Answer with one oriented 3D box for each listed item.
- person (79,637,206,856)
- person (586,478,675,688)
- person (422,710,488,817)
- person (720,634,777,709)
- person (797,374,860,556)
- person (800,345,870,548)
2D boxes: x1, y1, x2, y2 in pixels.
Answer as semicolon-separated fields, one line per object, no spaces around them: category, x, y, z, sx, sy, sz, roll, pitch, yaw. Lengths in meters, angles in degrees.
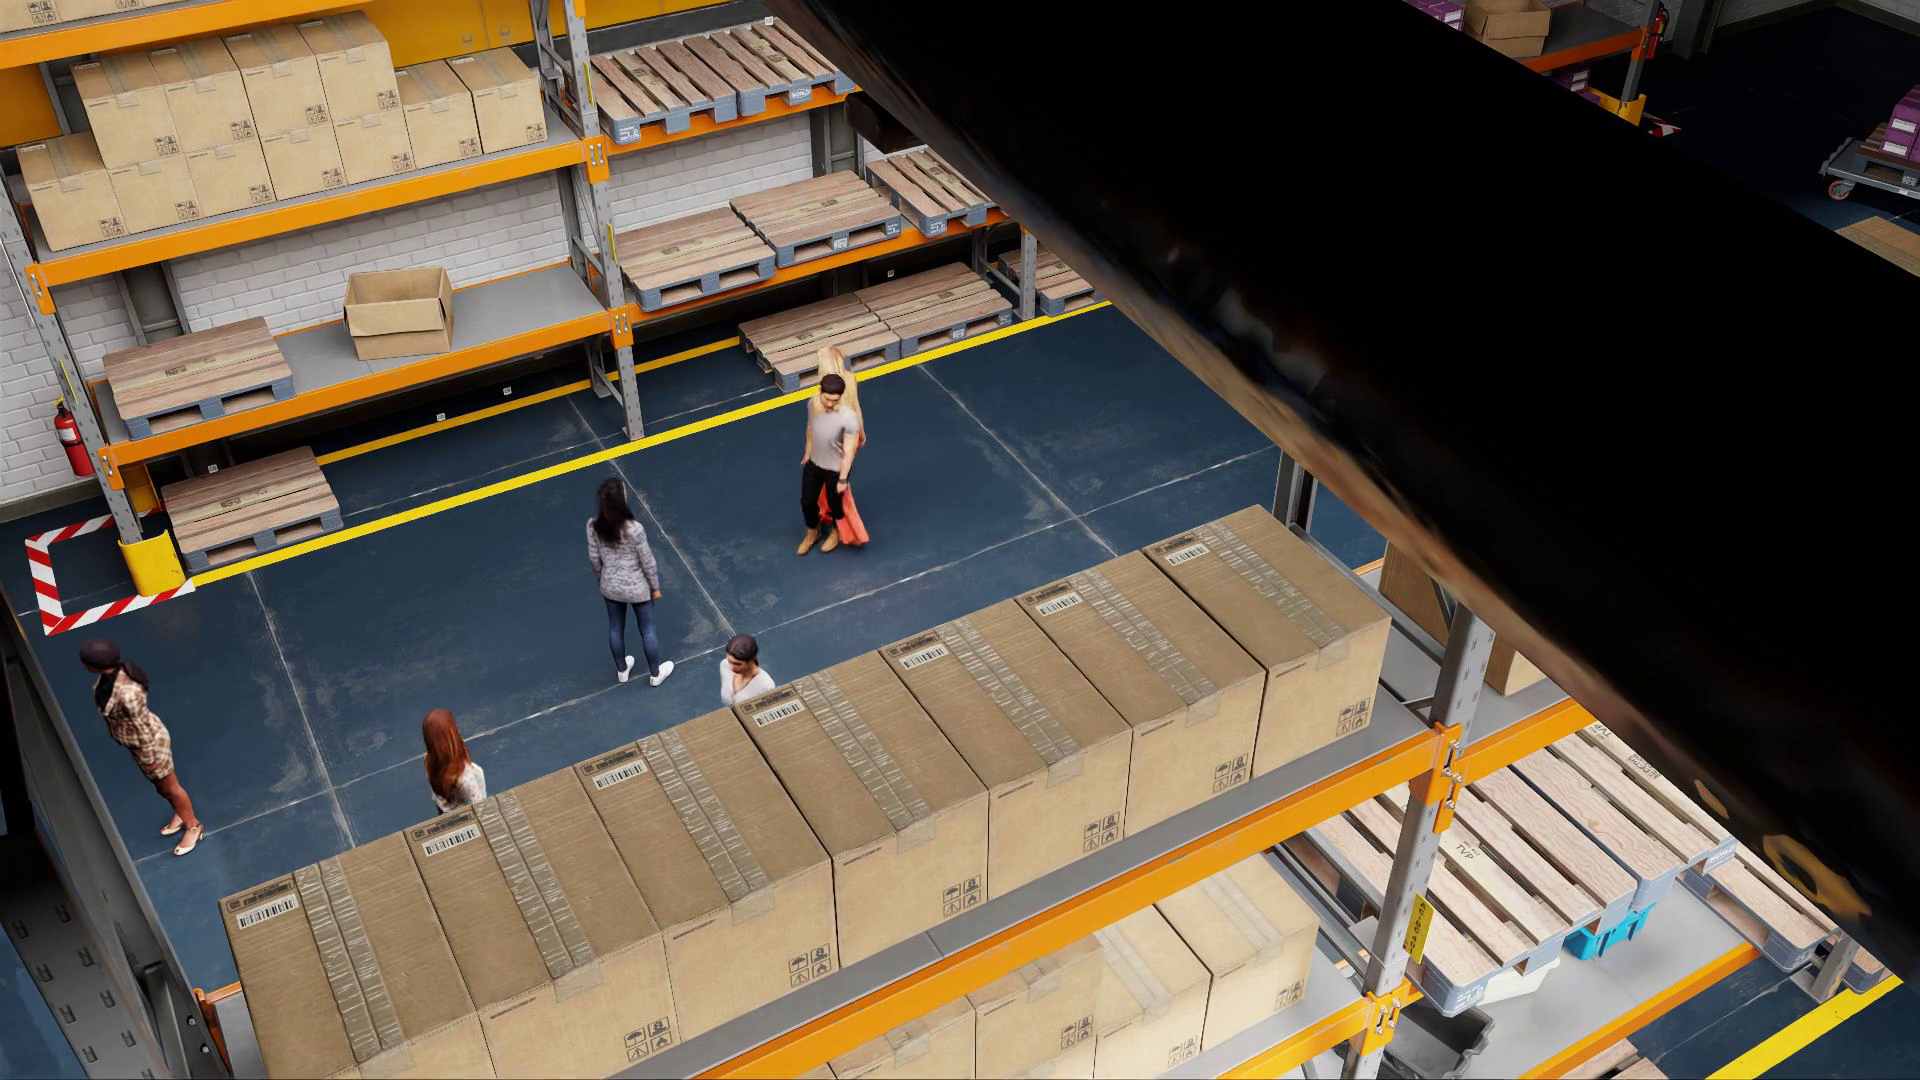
person;-5.055;1.261;10.327;0.562;1.792;0.593;-24;45;-27
person;-2.328;0.304;11.572;0.675;1.735;0.743;8;39;10
person;-2.975;1.745;9.803;1.145;1.691;0.726;-28;46;-31
person;-1.241;1.181;10.466;0.899;1.744;1.085;23;44;26
person;-0.948;-0.618;12.763;0.790;1.688;0.815;25;45;28
person;-0.864;-0.667;12.756;0.992;1.774;1.042;25;45;28
